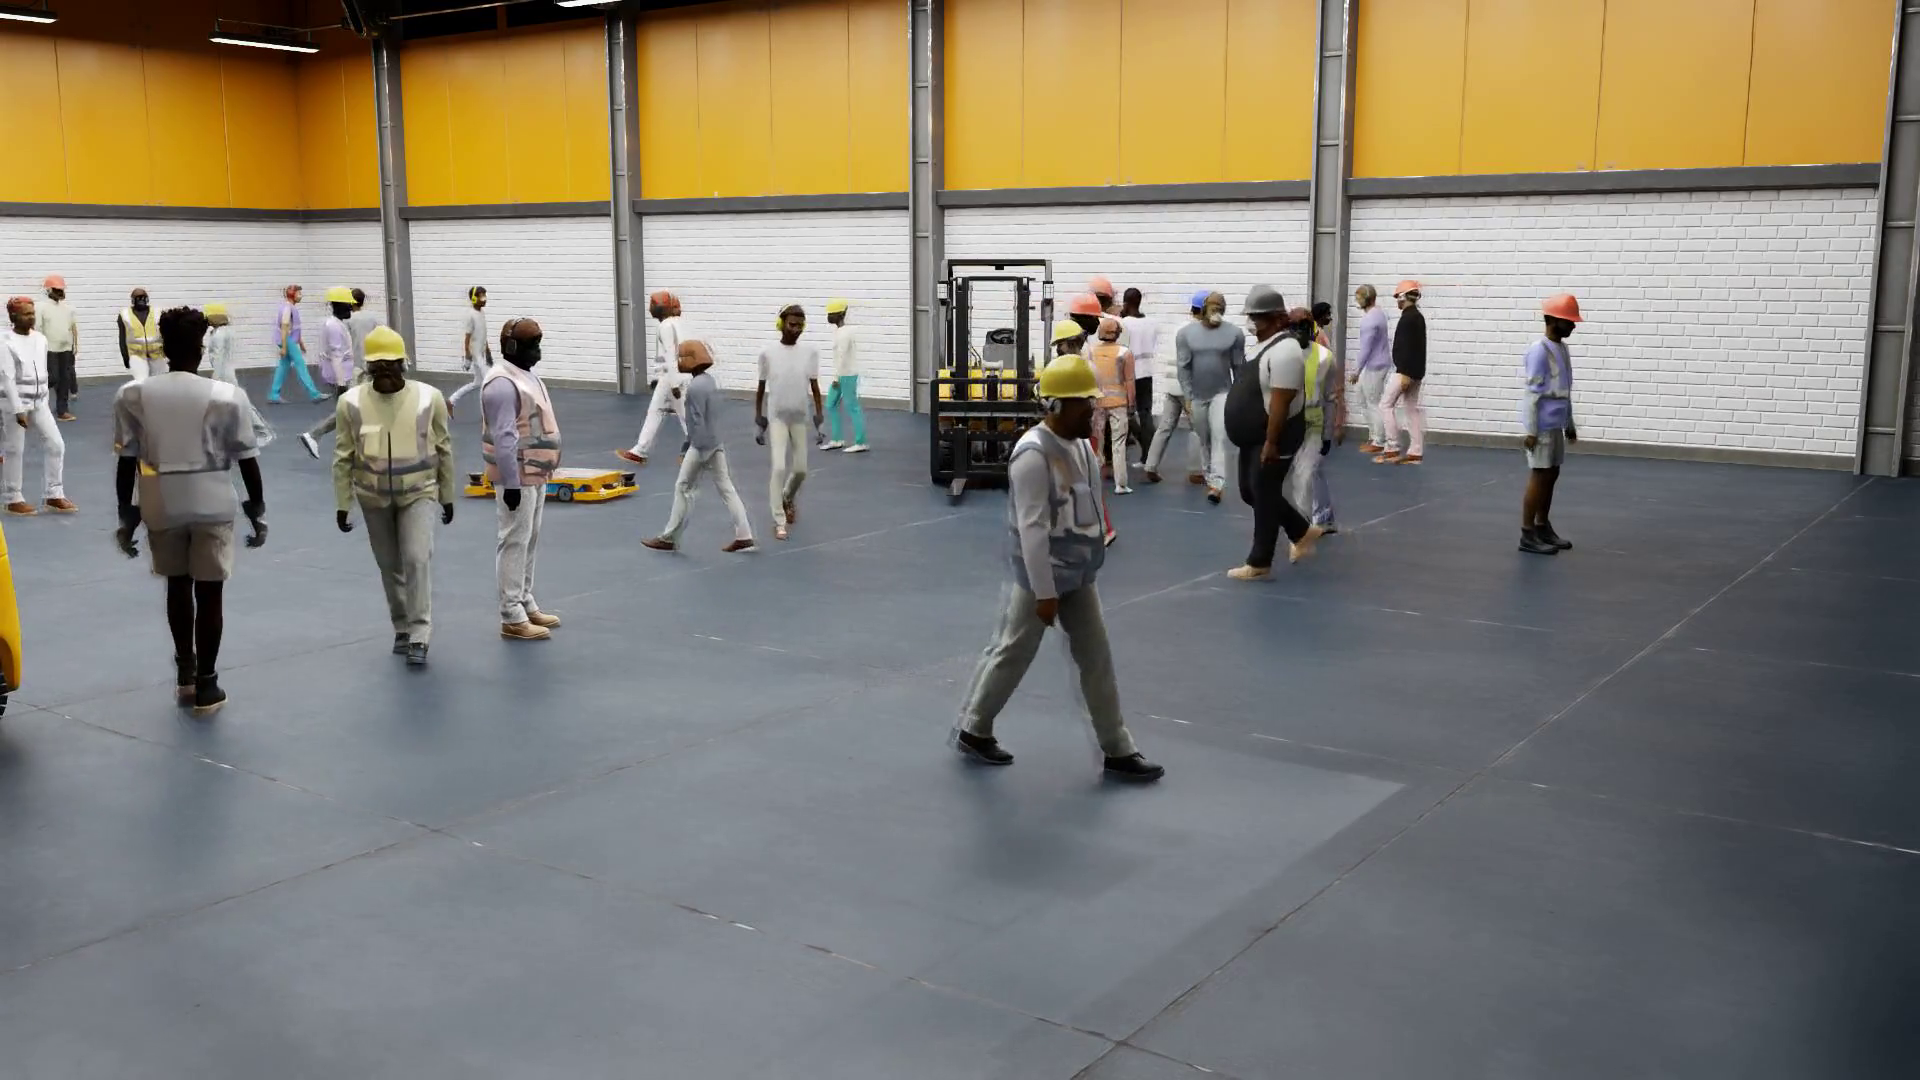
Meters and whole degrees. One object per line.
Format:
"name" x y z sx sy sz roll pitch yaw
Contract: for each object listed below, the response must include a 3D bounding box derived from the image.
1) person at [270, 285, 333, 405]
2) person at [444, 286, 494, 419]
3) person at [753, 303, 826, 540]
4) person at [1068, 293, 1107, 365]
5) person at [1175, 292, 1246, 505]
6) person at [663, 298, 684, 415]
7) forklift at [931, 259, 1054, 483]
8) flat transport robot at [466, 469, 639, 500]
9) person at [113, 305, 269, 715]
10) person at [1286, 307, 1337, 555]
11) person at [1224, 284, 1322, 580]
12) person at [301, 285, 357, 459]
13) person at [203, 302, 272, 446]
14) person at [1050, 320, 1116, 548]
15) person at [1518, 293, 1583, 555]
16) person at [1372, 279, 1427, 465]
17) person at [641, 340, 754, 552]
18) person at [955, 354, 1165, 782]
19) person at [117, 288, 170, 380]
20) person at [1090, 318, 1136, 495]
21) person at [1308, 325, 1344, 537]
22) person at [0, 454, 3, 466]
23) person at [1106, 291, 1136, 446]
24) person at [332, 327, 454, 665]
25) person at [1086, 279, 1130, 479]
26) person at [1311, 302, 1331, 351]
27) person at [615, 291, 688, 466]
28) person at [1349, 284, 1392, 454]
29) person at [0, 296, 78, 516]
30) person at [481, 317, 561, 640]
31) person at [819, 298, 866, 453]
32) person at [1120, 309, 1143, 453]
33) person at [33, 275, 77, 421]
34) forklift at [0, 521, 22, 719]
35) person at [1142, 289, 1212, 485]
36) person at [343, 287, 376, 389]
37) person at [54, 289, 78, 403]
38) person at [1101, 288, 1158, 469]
"person" -9.994 -2.929 25.058 0.956 1.789 0.569 -4 10 -20
"person" -6.536 -2.484 22.278 0.816 1.838 0.502 0 10 -1
"person" -1.374 -0.952 13.153 0.581 1.844 0.690 -4 10 -21
"person" 0.845 -0.963 12.975 0.652 1.915 0.568 -1 10 -6
"person" 2.216 -1.251 14.780 0.629 1.874 1.013 2 10 13
"person" -4.051 -2.585 23.470 0.264 1.631 0.507 -9 13 -42
"forklift" 0.370 -1.738 16.759 1.214 2.155 2.313 1 10 3
"flat transport robot" -3.740 -0.528 15.271 1.431 0.197 0.652 3 10 18
"person" -3.697 -0.156 8.060 0.648 1.940 0.669 -2 10 -9
"person" 2.459 -0.811 12.319 0.639 1.828 0.539 1 10 4
"person" 2.131 -0.740 11.272 0.696 2.000 0.689 -1 10 -7
"person" -6.603 -1.728 17.553 0.643 1.908 0.590 -3 10 -19
"person" -8.469 -1.897 19.194 0.936 1.694 0.498 -5 11 -27
"person" 0.880 -0.777 12.391 0.440 1.712 0.547 -5 11 -29
"person" 4.383 -0.861 12.327 0.383 1.925 0.574 8 12 39
"person" 4.673 -1.776 17.676 0.687 1.956 0.637 5 11 29
"person" -1.914 -0.684 12.297 0.852 1.582 0.492 2 10 11
"person" 0.379 0.114 6.968 0.940 1.784 0.610 6 11 31
"person" -11.105 -2.534 22.688 0.636 1.808 0.941 -6 11 -30
"person" 1.378 -1.232 15.403 0.514 1.638 0.309 4 10 23
"person" 2.750 -0.874 13.000 0.601 1.730 0.540 -6 11 -30
"person" -10.520 -1.754 17.542 0.836 1.967 0.619 3 10 19
"person" 1.783 -1.989 19.283 0.668 1.848 0.811 9 13 43
"person" -3.045 -0.225 8.909 0.617 1.798 0.800 -2 10 -10
"person" 1.338 -1.529 16.126 0.626 1.983 1.075 2 10 12
"person" 4.143 -1.910 19.287 0.318 1.690 0.531 2 10 12
"person" -3.145 -1.681 17.501 0.975 1.825 0.582 0 10 2
"person" 4.581 -1.898 18.576 0.513 1.908 0.637 3 10 16
"person" -7.837 -1.116 14.051 0.722 1.859 0.580 3 10 18
"person" -2.511 -0.357 9.586 0.429 1.840 0.627 0 10 -1
"person" -1.367 -1.845 18.715 0.656 1.740 0.555 -2 10 -11
"person" 1.855 -1.648 17.806 0.536 1.662 0.774 -7 12 -37
"person" -12.263 -2.584 22.438 0.620 1.973 0.627 3 10 16
"forklift" -5.296 -0.090 6.943 1.214 2.155 2.313 7 12 35
"person" 2.115 -1.451 15.983 0.748 1.896 0.620 -3 10 -17
"person" -7.120 -2.075 19.783 0.580 1.851 0.537 5 11 27
"person" -13.829 -3.020 25.576 0.513 1.793 0.959 -4 10 -24
"person" 1.741 -1.680 17.374 0.579 1.877 0.852 -7 12 -37
